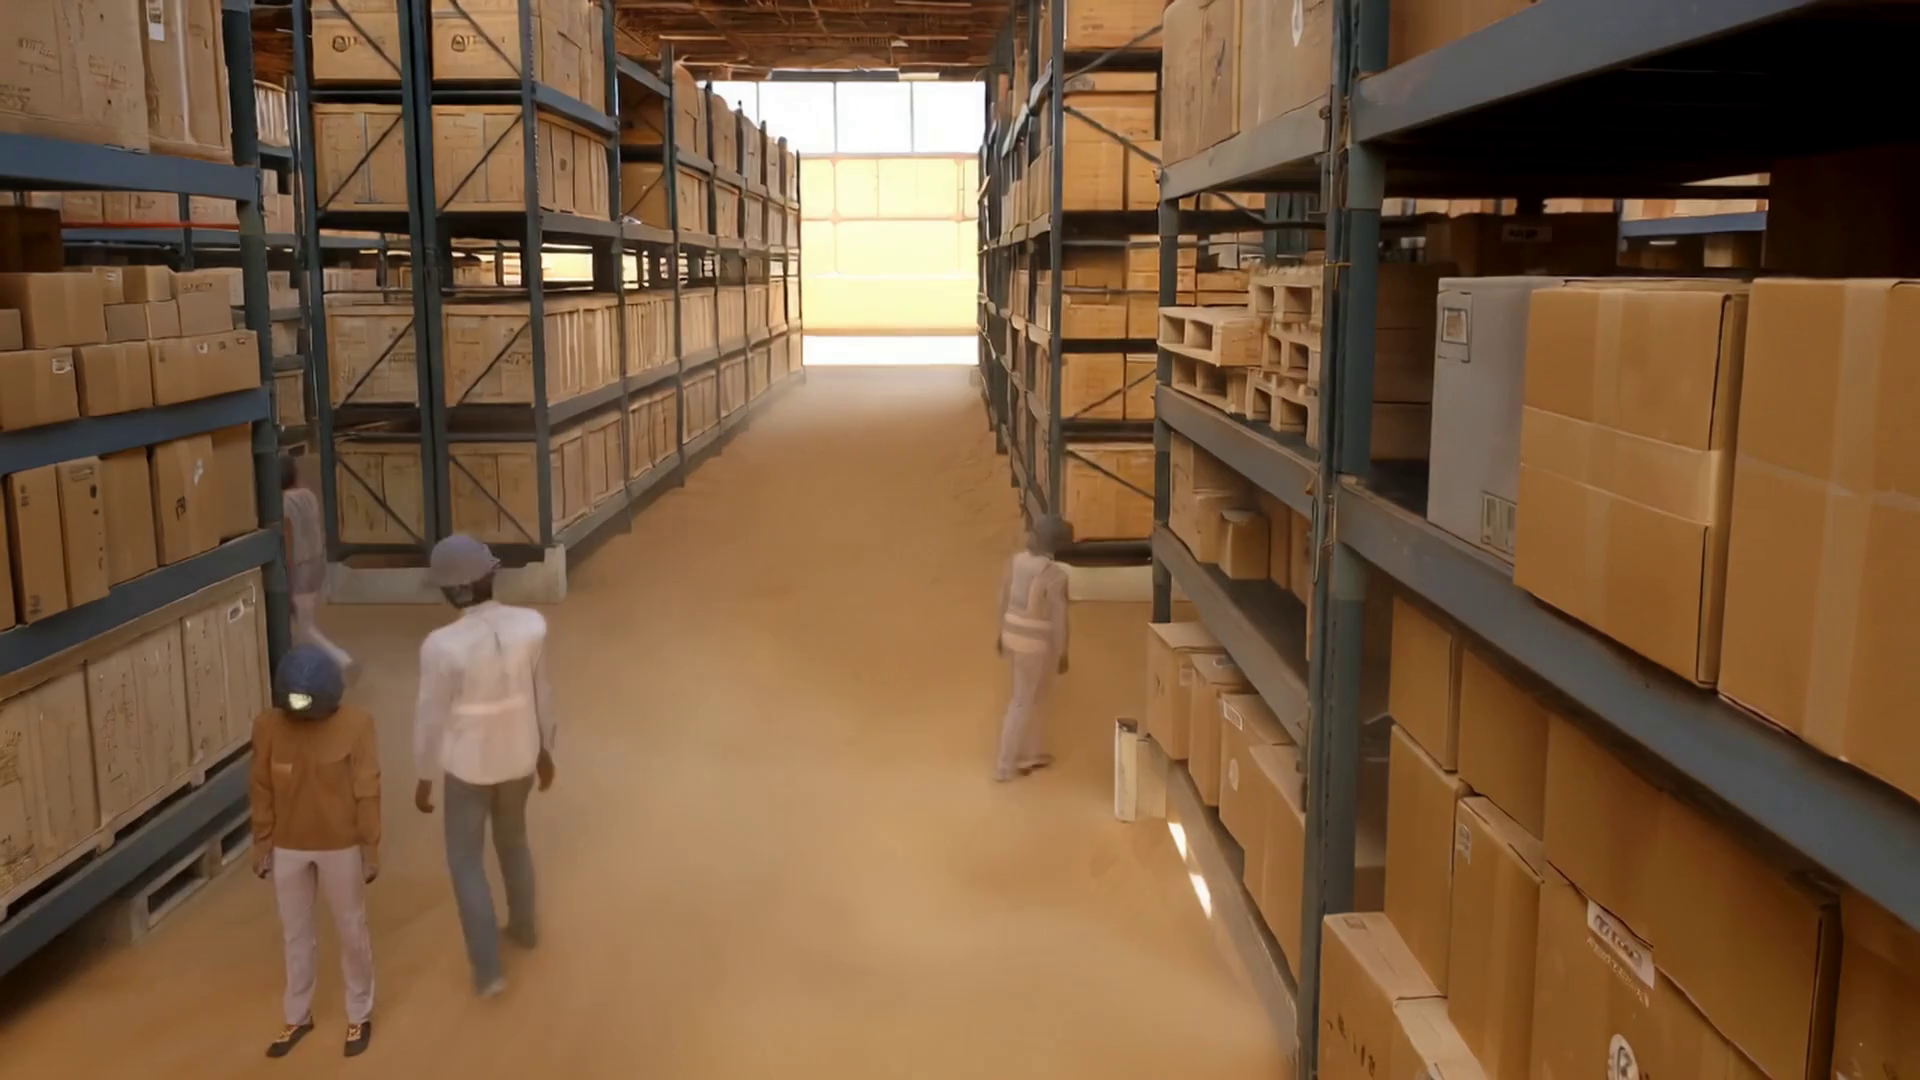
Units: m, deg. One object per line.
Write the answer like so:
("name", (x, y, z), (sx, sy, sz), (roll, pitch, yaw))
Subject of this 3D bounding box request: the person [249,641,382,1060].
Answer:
("person", (-2.469, 1.187, 6.391), (0.498, 1.633, 0.285), (0, 9, 1))

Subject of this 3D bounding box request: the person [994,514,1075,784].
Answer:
("person", (0.466, 0.638, 9.818), (0.628, 1.603, 0.552), (-5, 10, -27))

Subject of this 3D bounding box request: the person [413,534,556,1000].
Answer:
("person", (-1.979, 0.924, 7.023), (0.680, 1.971, 0.633), (8, 12, 41))

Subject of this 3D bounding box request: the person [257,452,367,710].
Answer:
("person", (-4.447, 0.306, 11.206), (0.651, 1.825, 0.640), (0, 9, 3))
